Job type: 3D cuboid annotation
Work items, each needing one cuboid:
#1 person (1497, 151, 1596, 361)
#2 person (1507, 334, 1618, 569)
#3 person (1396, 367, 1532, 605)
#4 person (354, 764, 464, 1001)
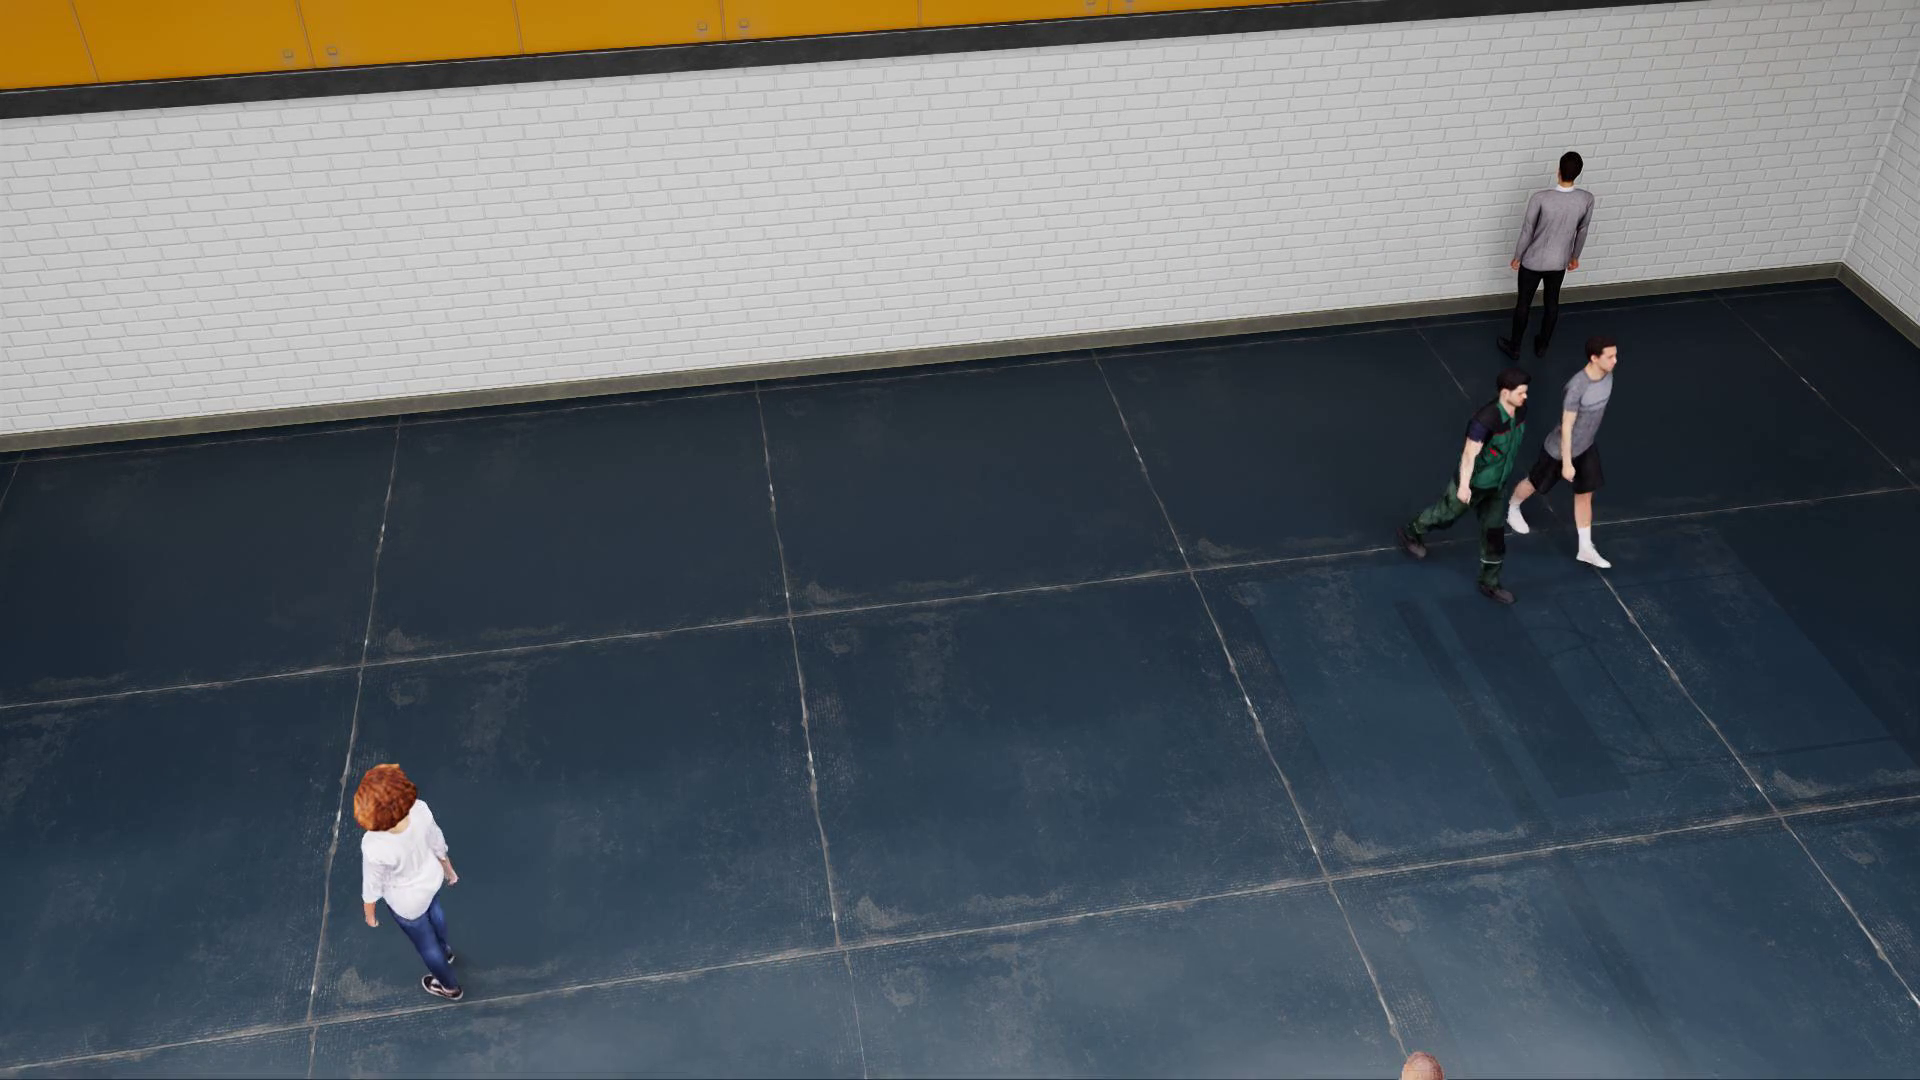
[{"bbox_3d":[5.019,-2.418,14.225,0.766,1.922,0.645,-2,39,-3],"label":"person"},{"bbox_3d":[4.377,-0.726,12.182,0.960,1.827,1.306,-20,43,-23],"label":"person"},{"bbox_3d":[3.628,-0.478,11.849,1.117,1.856,1.384,-26,45,-29],"label":"person"},{"bbox_3d":[-2.895,1.901,8.989,0.905,1.707,0.842,20,43,23],"label":"person"}]
